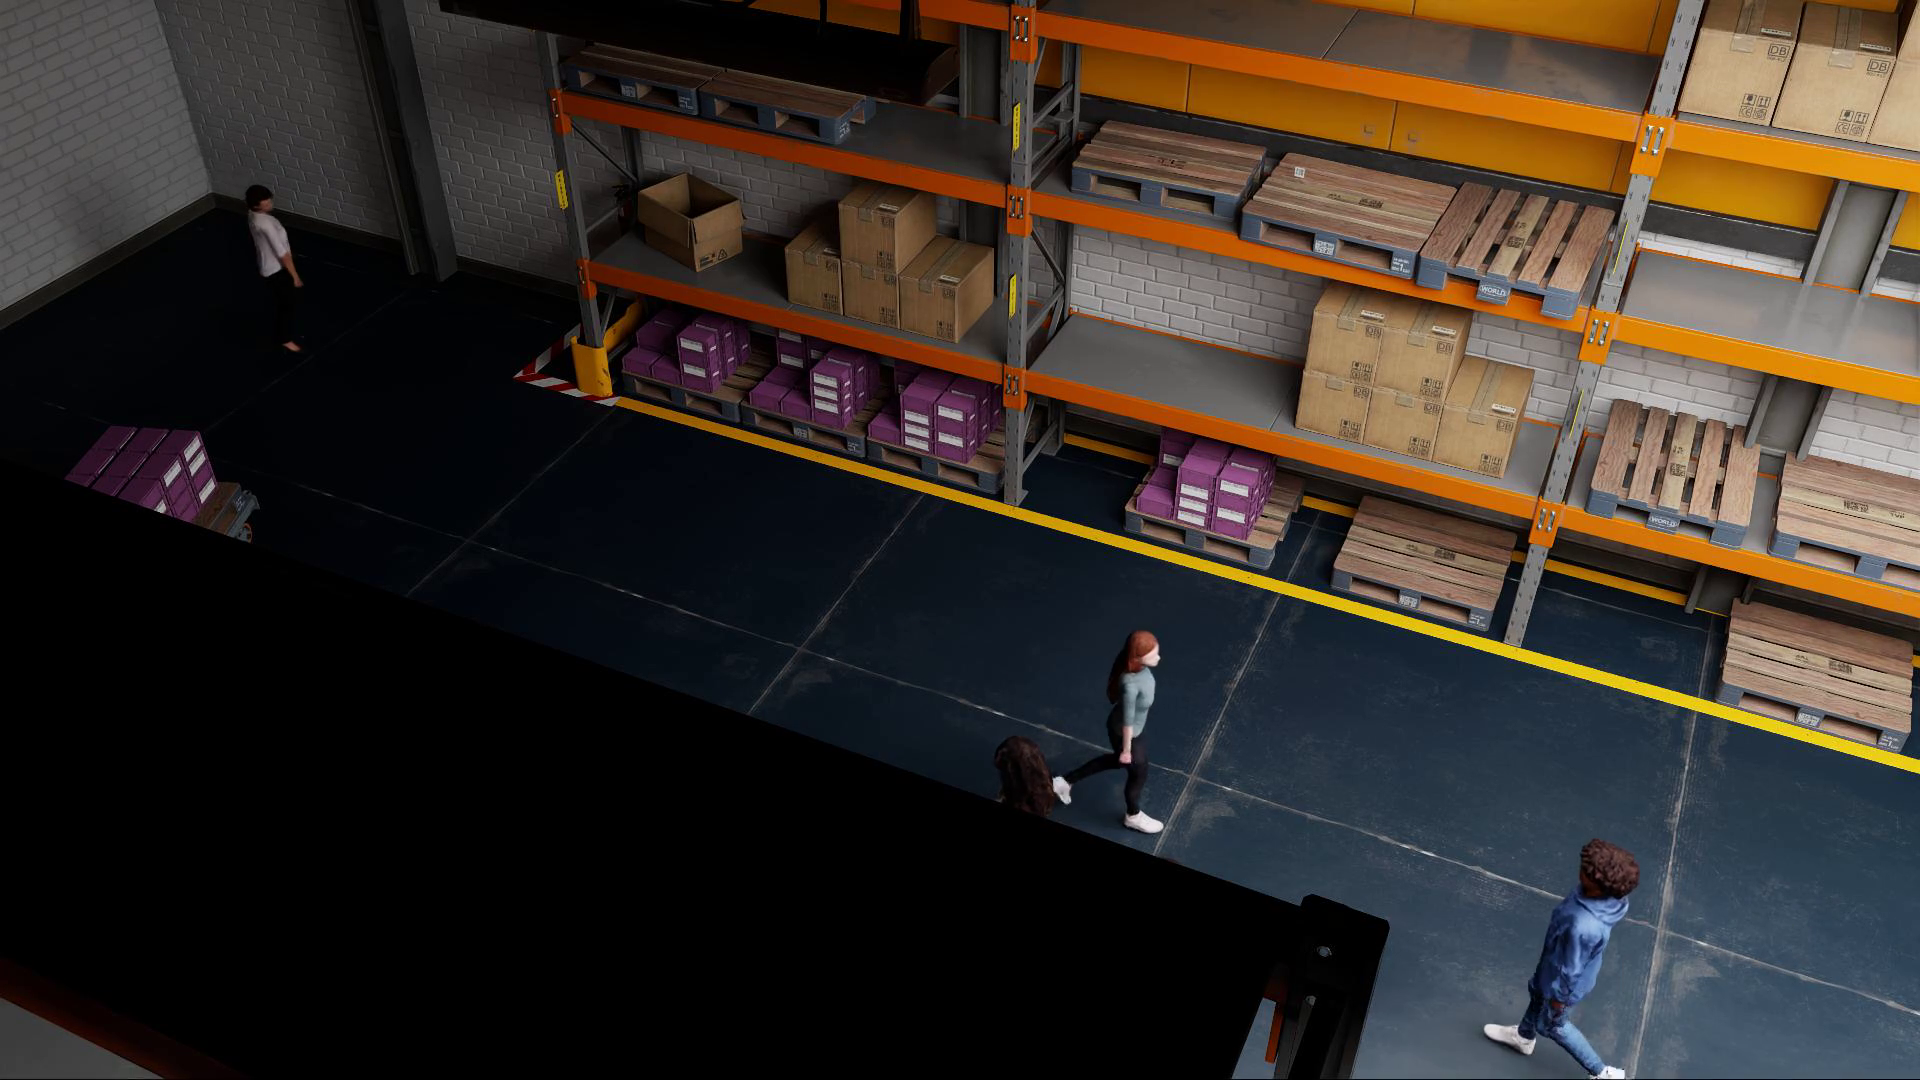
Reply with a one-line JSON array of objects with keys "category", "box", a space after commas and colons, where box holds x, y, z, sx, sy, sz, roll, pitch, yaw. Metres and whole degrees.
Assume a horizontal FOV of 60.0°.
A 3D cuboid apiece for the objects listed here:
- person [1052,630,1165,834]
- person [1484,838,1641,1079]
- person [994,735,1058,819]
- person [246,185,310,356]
[{"category": "person", "box": [0.953, 1.185, 10.260, 1.053, 1.722, 0.756, 4, 39, 6]}, {"category": "person", "box": [3.310, 2.285, 8.827, 1.038, 1.793, 0.774, 23, 44, 26]}, {"category": "person", "box": [0.347, 1.735, 9.660, 0.655, 1.612, 0.631, 5, 39, 7]}, {"category": "person", "box": [-6.081, -2.355, 14.679, 0.701, 1.740, 0.845, 30, 47, 32]}]
